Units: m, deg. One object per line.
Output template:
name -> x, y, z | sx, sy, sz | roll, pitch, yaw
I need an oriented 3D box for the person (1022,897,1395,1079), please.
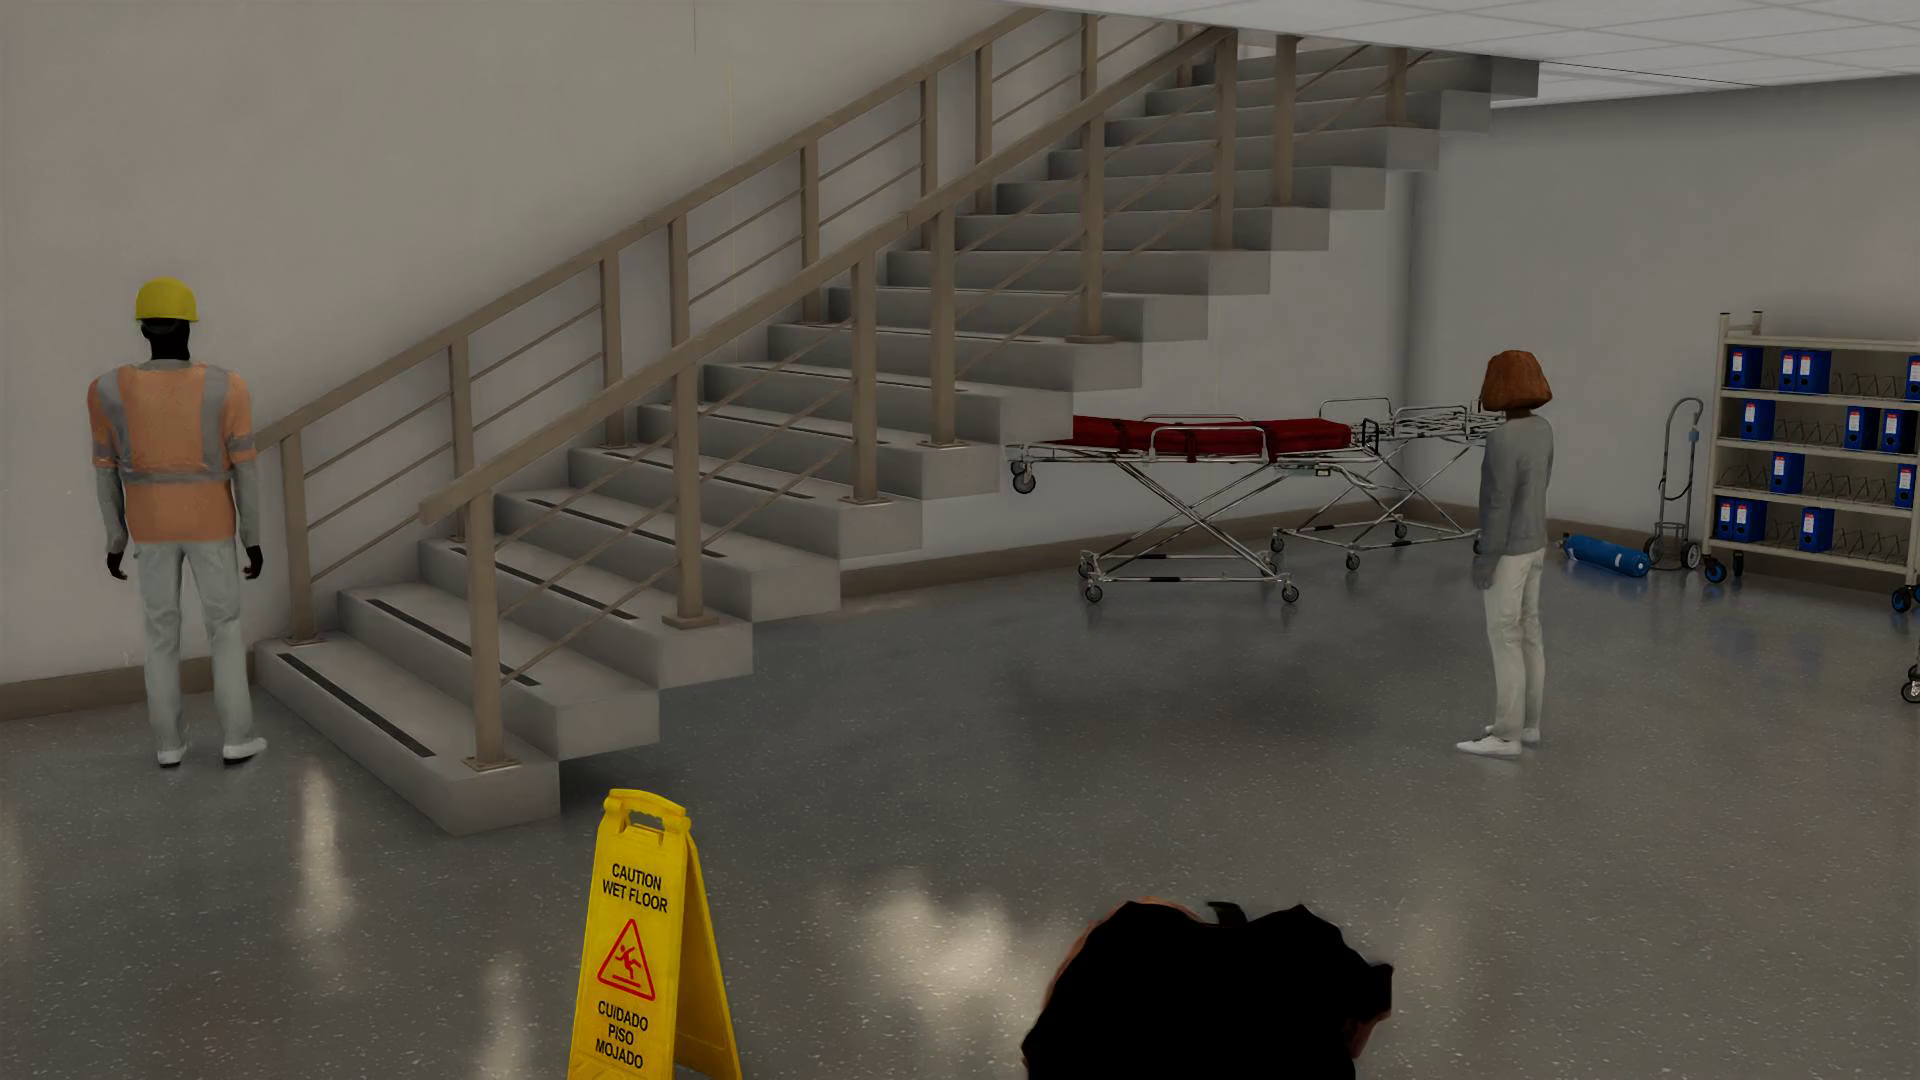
person -> 0.140, 1.022, 1.112 | 0.308, 1.641, 0.514 | 3, 10, 18

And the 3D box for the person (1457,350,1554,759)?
person -> 2.207, 0.059, 6.675 | 0.265, 1.631, 0.507 | 8, 13, 39

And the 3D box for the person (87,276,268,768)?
person -> -3.043, -0.058, 6.512 | 0.590, 1.926, 0.369 | -3, 10, -14
